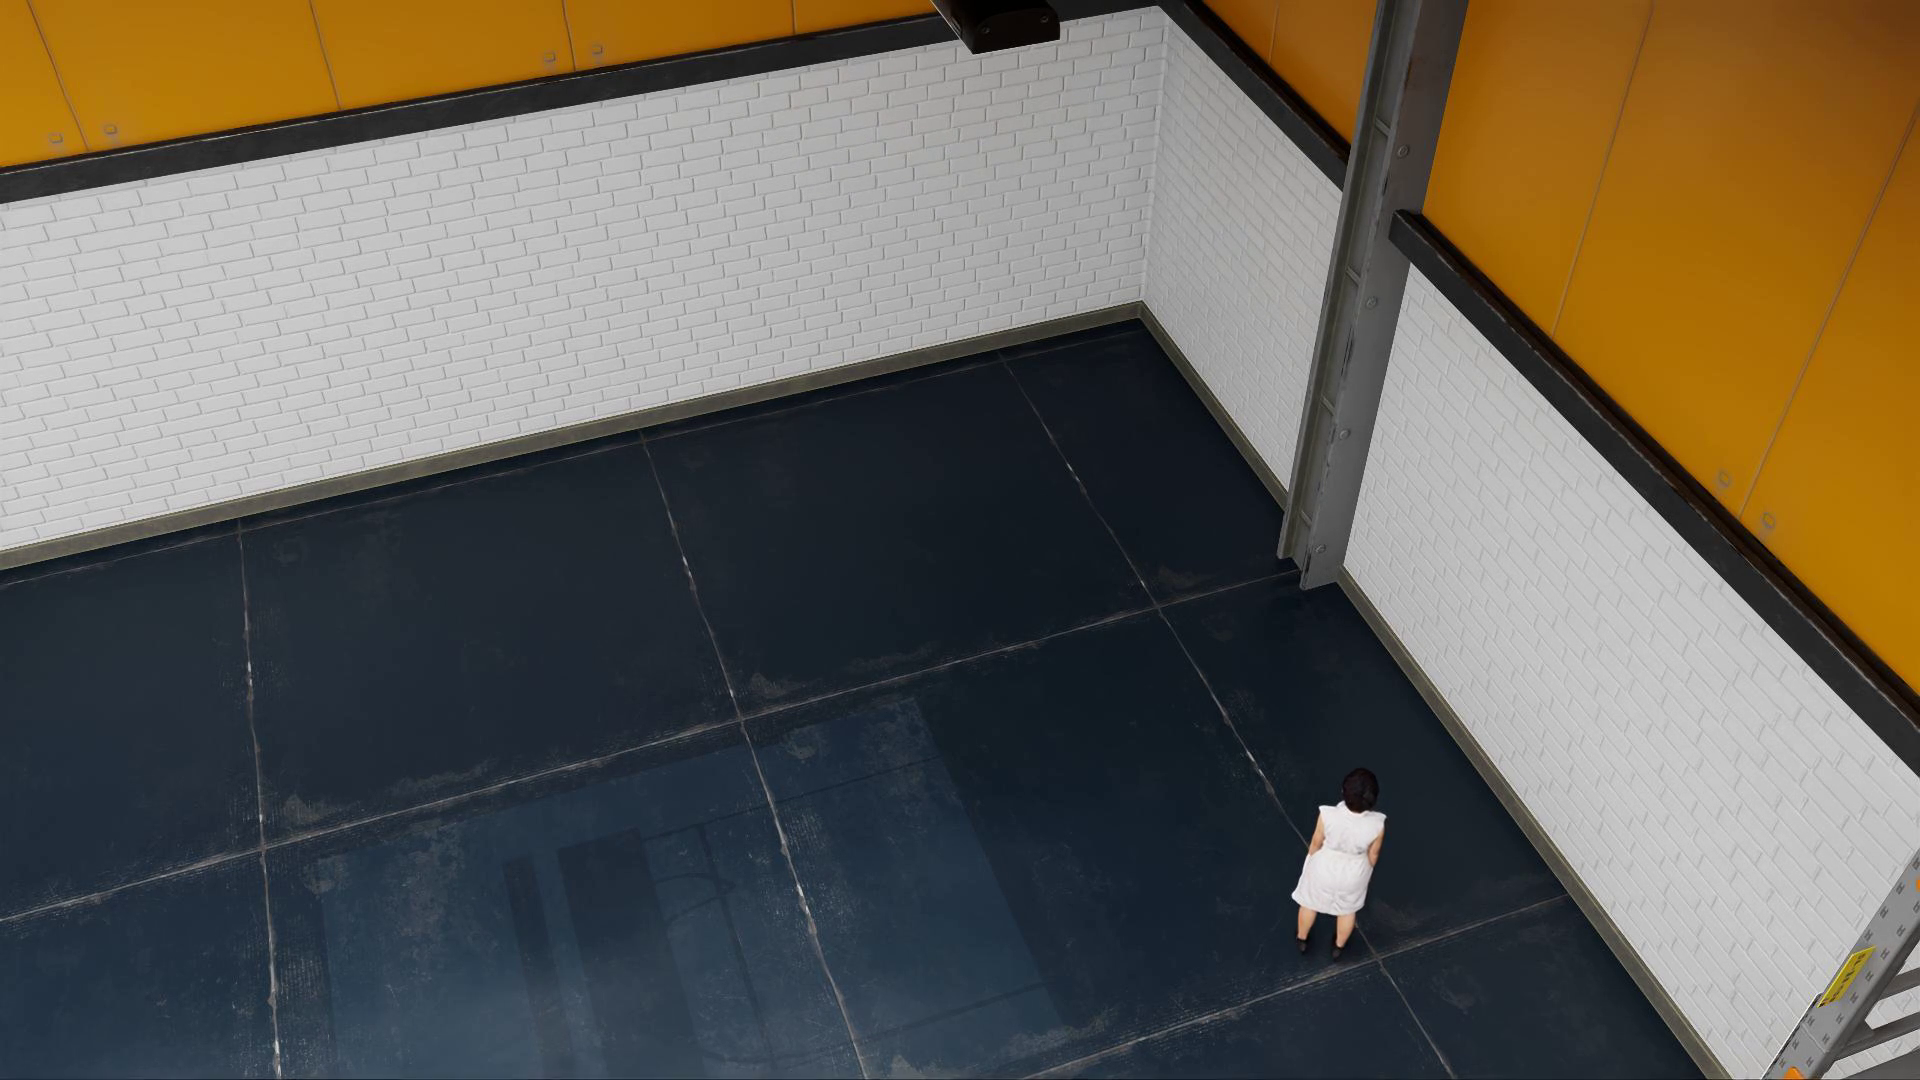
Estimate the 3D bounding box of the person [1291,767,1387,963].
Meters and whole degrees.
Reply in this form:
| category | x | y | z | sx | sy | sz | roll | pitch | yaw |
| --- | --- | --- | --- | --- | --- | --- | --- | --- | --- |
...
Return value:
| category | x | y | z | sx | sy | sz | roll | pitch | yaw |
| --- | --- | --- | --- | --- | --- | --- | --- | --- | --- |
| person | 2.073 | 1.796 | 9.111 | 0.640 | 1.552 | 0.655 | 5 | 44 | 5 |
